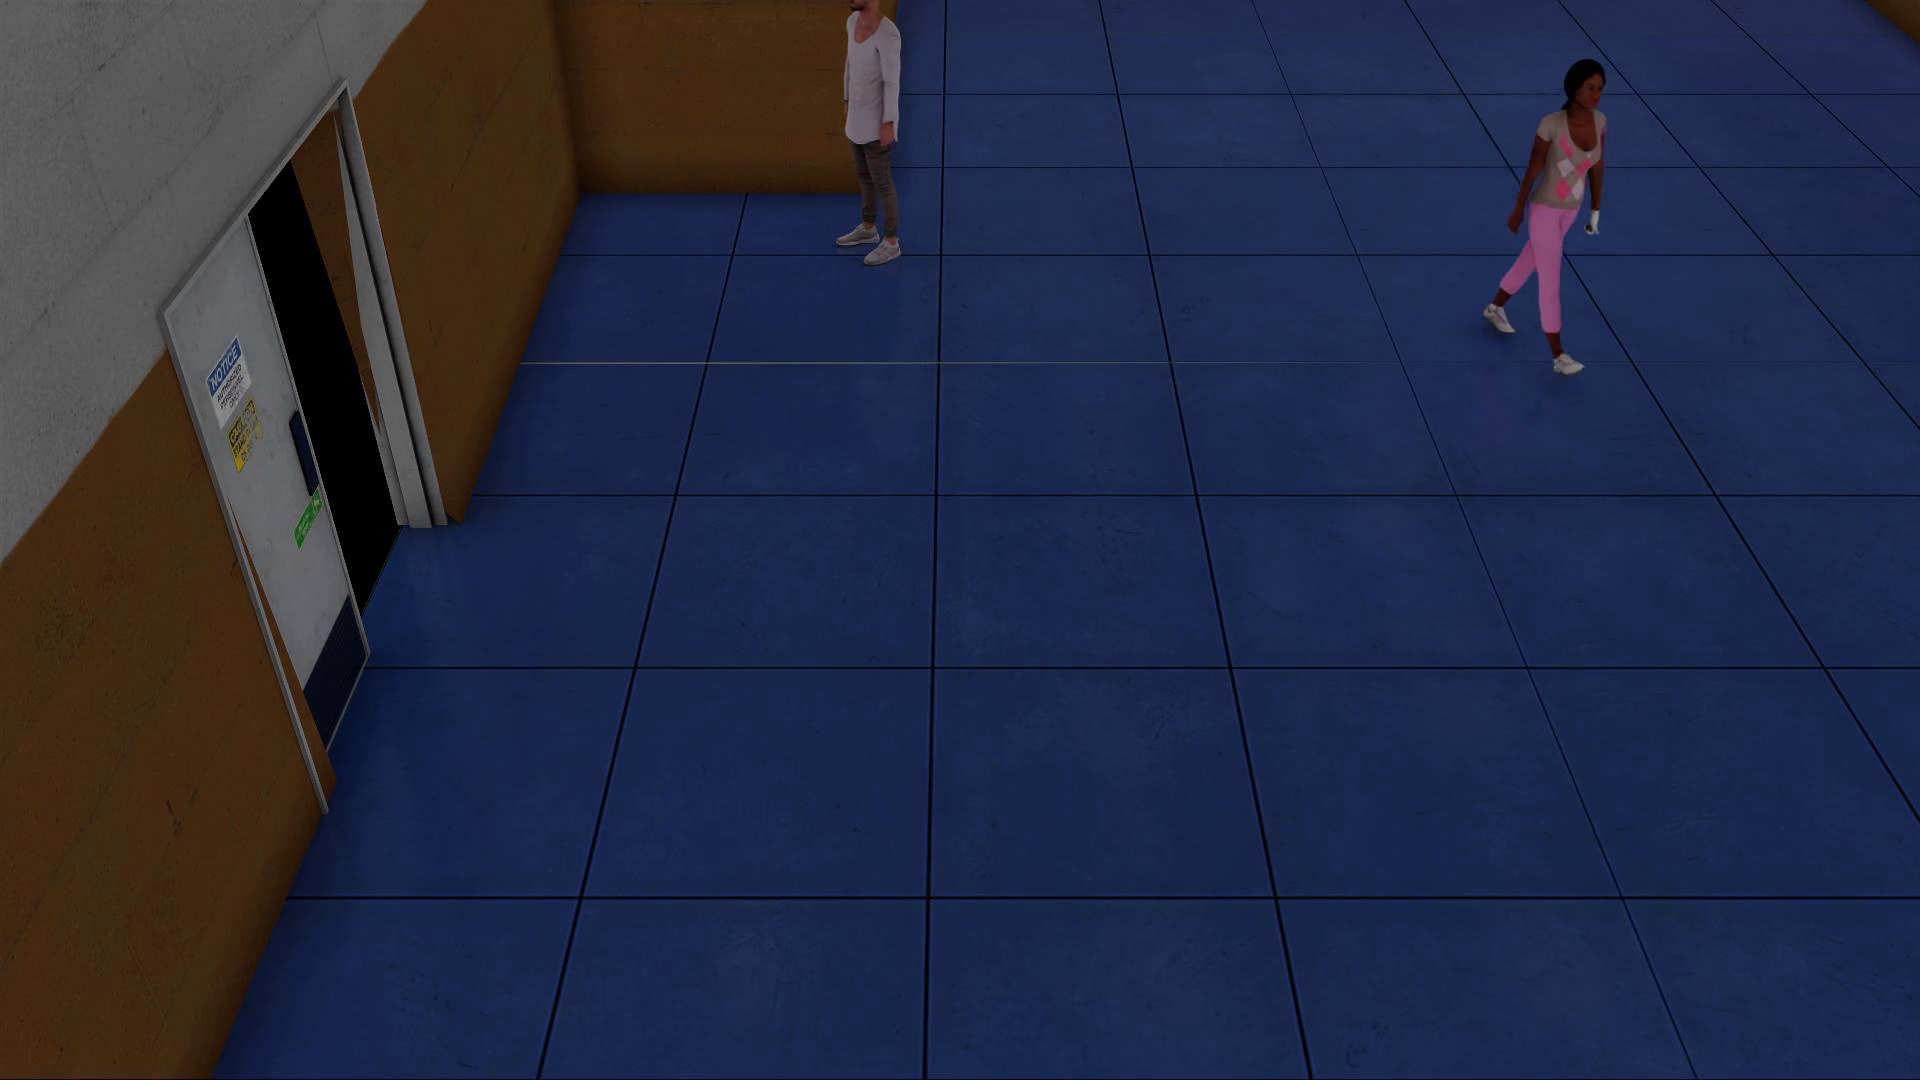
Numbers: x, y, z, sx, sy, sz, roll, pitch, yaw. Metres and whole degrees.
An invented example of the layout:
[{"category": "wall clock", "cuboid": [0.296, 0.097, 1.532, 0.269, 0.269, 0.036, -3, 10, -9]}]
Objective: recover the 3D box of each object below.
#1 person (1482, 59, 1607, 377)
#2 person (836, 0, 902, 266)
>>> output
[{"category": "person", "cuboid": [3.235, -1.825, 9.231, 1.163, 1.694, 0.973, -14, 39, -18]}, {"category": "person", "cuboid": [-0.543, -2.599, 10.140, 0.767, 1.840, 0.755, -22, 42, -27]}]
